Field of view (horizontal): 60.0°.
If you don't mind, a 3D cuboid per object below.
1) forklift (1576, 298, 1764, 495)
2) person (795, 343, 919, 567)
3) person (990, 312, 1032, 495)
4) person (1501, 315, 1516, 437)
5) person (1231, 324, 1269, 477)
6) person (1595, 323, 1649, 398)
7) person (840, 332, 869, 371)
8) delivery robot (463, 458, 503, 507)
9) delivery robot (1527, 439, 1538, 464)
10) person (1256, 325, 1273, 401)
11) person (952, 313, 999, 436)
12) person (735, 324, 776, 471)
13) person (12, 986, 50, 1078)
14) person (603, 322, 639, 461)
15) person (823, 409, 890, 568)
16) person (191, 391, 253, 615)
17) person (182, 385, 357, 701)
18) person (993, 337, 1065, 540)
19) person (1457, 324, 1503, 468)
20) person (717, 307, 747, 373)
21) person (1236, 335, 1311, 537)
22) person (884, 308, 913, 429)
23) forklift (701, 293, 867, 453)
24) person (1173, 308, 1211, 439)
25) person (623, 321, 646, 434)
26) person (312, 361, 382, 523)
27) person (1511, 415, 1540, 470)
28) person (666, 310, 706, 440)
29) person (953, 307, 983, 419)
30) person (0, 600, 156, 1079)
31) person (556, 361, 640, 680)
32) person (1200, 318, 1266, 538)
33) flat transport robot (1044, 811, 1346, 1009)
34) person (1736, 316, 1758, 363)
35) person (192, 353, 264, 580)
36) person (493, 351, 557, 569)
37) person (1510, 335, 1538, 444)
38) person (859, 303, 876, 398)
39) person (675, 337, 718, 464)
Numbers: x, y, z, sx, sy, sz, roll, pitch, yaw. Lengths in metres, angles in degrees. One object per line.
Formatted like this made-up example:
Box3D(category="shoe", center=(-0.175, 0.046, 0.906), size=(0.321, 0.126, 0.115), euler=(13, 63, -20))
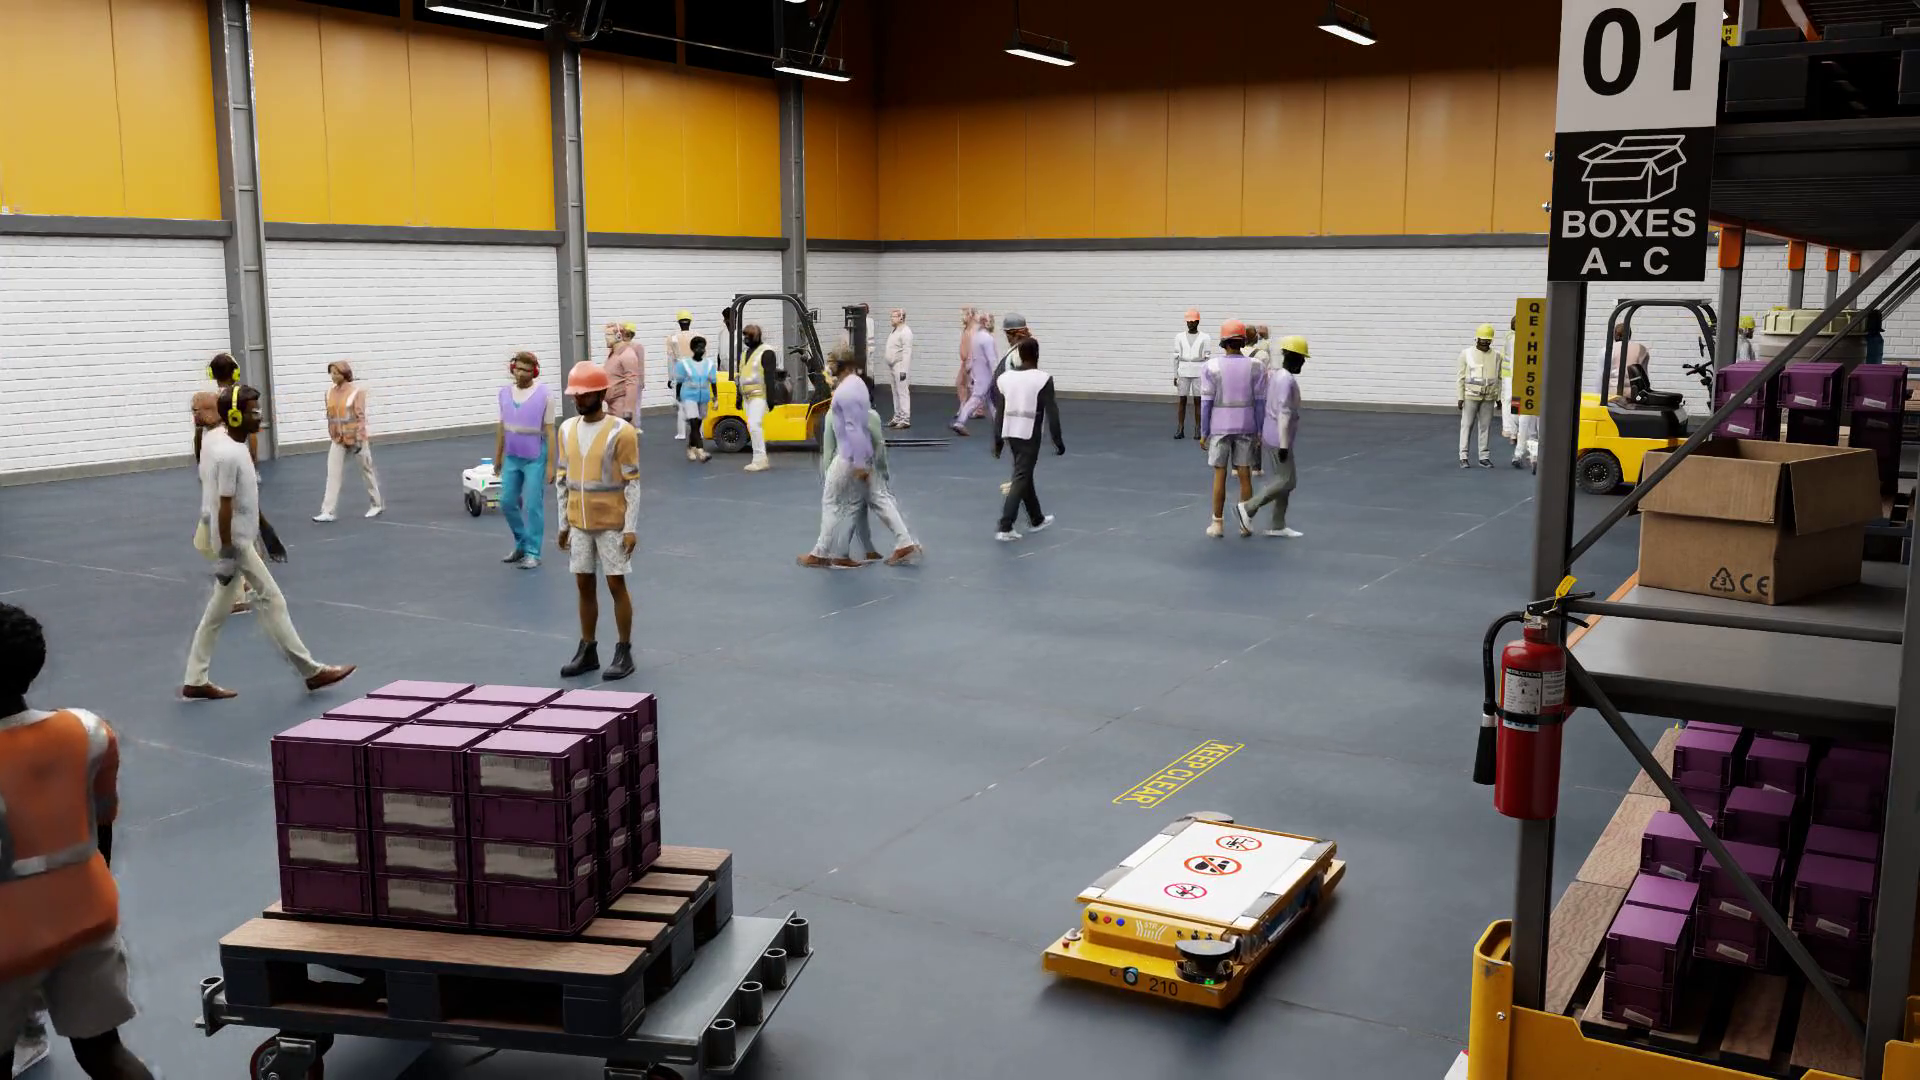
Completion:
Box3D(category="forklift", center=(7.954, -1.589, 18.462), size=(2.313, 2.155, 1.214), euler=(5, 11, 30))
Box3D(category="person", center=(-0.837, -0.695, 13.859), size=(1.028, 1.893, 0.617), euler=(1, 9, 8))
Box3D(category="person", center=(0.600, -1.521, 18.517), size=(0.536, 2.000, 0.681), euler=(0, 9, 2))
Box3D(category="person", center=(8.372, -2.471, 25.080), size=(0.430, 1.839, 0.619), euler=(3, 9, 16))
Box3D(category="person", center=(3.473, -1.676, 20.092), size=(0.517, 1.843, 0.325), euler=(3, 10, 19))
Box3D(category="person", center=(8.460, -1.857, 21.310), size=(0.641, 1.832, 0.431), euler=(1, 9, 8))
Box3D(category="person", center=(-1.899, -3.174, 29.802), size=(0.536, 1.730, 0.874), euler=(0, 9, 0))
Box3D(category="delivery robot", center=(-4.842, -0.597, 17.054), size=(0.477, 0.478, 0.707), euler=(-5, 10, -32))
Box3D(category="delivery robot", center=(7.254, -1.091, 20.163), size=(0.707, 0.478, 0.477), euler=(2, 9, 13))
Box3D(category="person", center=(4.793, -2.647, 26.832), size=(0.656, 1.609, 0.551), euler=(1, 9, 7))
Box3D(category="person", center=(0.338, -2.497, 25.186), size=(1.014, 1.863, 0.634), euler=(-2, 9, -9))
Box3D(category="person", center=(-2.572, -1.755, 20.619), size=(0.524, 1.831, 0.662), euler=(-7, 11, -37))
Box3D(category="person", center=(-3.037, 0.788, 5.038), size=(0.486, 1.740, 0.314), euler=(4, 10, 26))
Box3D(category="person", center=(-3.868, -1.509, 18.861), size=(0.399, 1.908, 0.643), euler=(-5, 10, -29))
Box3D(category="person", center=(-0.873, -0.569, 13.943), size=(0.486, 1.603, 0.600), euler=(7, 11, 37))
Box3D(category="person", center=(-5.337, -0.255, 11.931), size=(0.366, 1.620, 0.507), euler=(-4, 10, -24))
Box3D(category="person", center=(-4.060, 0.021, 9.586), size=(0.969, 1.822, 0.515), euler=(-4, 10, -25))
Box3D(category="person", center=(0.632, -0.948, 15.484), size=(0.599, 1.864, 0.989), euler=(8, 12, 40))
Box3D(category="person", center=(6.580, -1.817, 21.039), size=(0.589, 1.824, 0.403), euler=(-1, 9, -5))
Box3D(category="person", center=(-3.434, -2.536, 25.102), size=(0.603, 1.959, 0.377), euler=(5, 10, 30))
Box3D(category="person", center=(2.924, -0.945, 15.376), size=(0.604, 1.895, 0.628), euler=(0, 9, 3))
Box3D(category="person", center=(-0.988, -2.720, 26.403), size=(0.409, 1.913, 0.642), euler=(-4, 10, -23))
Box3D(category="forklift", center=(-2.458, -2.344, 23.176), size=(2.313, 2.155, 1.214), euler=(0, 9, -2))
Box3D(category="person", center=(3.433, -2.458, 24.679), size=(0.542, 1.939, 0.362), euler=(3, 9, 16))
Box3D(category="person", center=(-5.053, -2.449, 25.238), size=(0.528, 1.750, 0.639), euler=(2, 9, 10))
Box3D(category="person", center=(-6.089, -0.982, 16.538), size=(0.524, 1.594, 0.853), euler=(3, 10, 17))
Box3D(category="person", center=(7.241, -1.804, 20.942), size=(0.592, 1.824, 1.029), euler=(6, 11, 32))
Box3D(category="person", center=(-4.047, -2.436, 24.611), size=(0.585, 1.918, 0.379), euler=(-3, 10, -20))
Box3D(category="person", center=(0.105, -2.977, 28.060), size=(0.656, 1.885, 0.669), euler=(-2, 9, -12))
Box3D(category="person", center=(-2.215, 0.978, 4.083), size=(0.754, 1.670, 0.538), euler=(4, 10, 25))
Box3D(category="person", center=(-2.208, -0.112, 10.052), size=(0.551, 1.932, 0.378), euler=(4, 10, 21))
Box3D(category="person", center=(2.524, -1.035, 15.463), size=(0.607, 2.048, 0.366), euler=(0, 9, -2))
Box3D(category="flat transport robot", center=(0.921, 1.332, 6.214), size=(0.652, 0.197, 1.431), euler=(5, 10, 29))
Box3D(category="person", center=(11.890, -2.495, 25.294), size=(0.440, 1.813, 0.611), euler=(1, 9, 7))
Box3D(category="person", center=(-5.918, -0.600, 13.458), size=(0.545, 1.816, 0.971), euler=(-1, 9, -9))
Box3D(category="person", center=(-3.598, -0.664, 13.882), size=(0.636, 1.820, 0.450), euler=(4, 10, 24))
Box3D(category="person", center=(8.148, -2.310, 23.802), size=(0.374, 1.933, 0.632), euler=(-7, 11, -36))
Box3D(category="person", center=(-1.859, -3.709, 32.669), size=(0.358, 1.881, 0.574), euler=(5, 10, 26))
Box3D(category="person", center=(-3.401, -1.816, 21.567), size=(0.543, 1.639, 0.901), euler=(-6, 11, -33))
